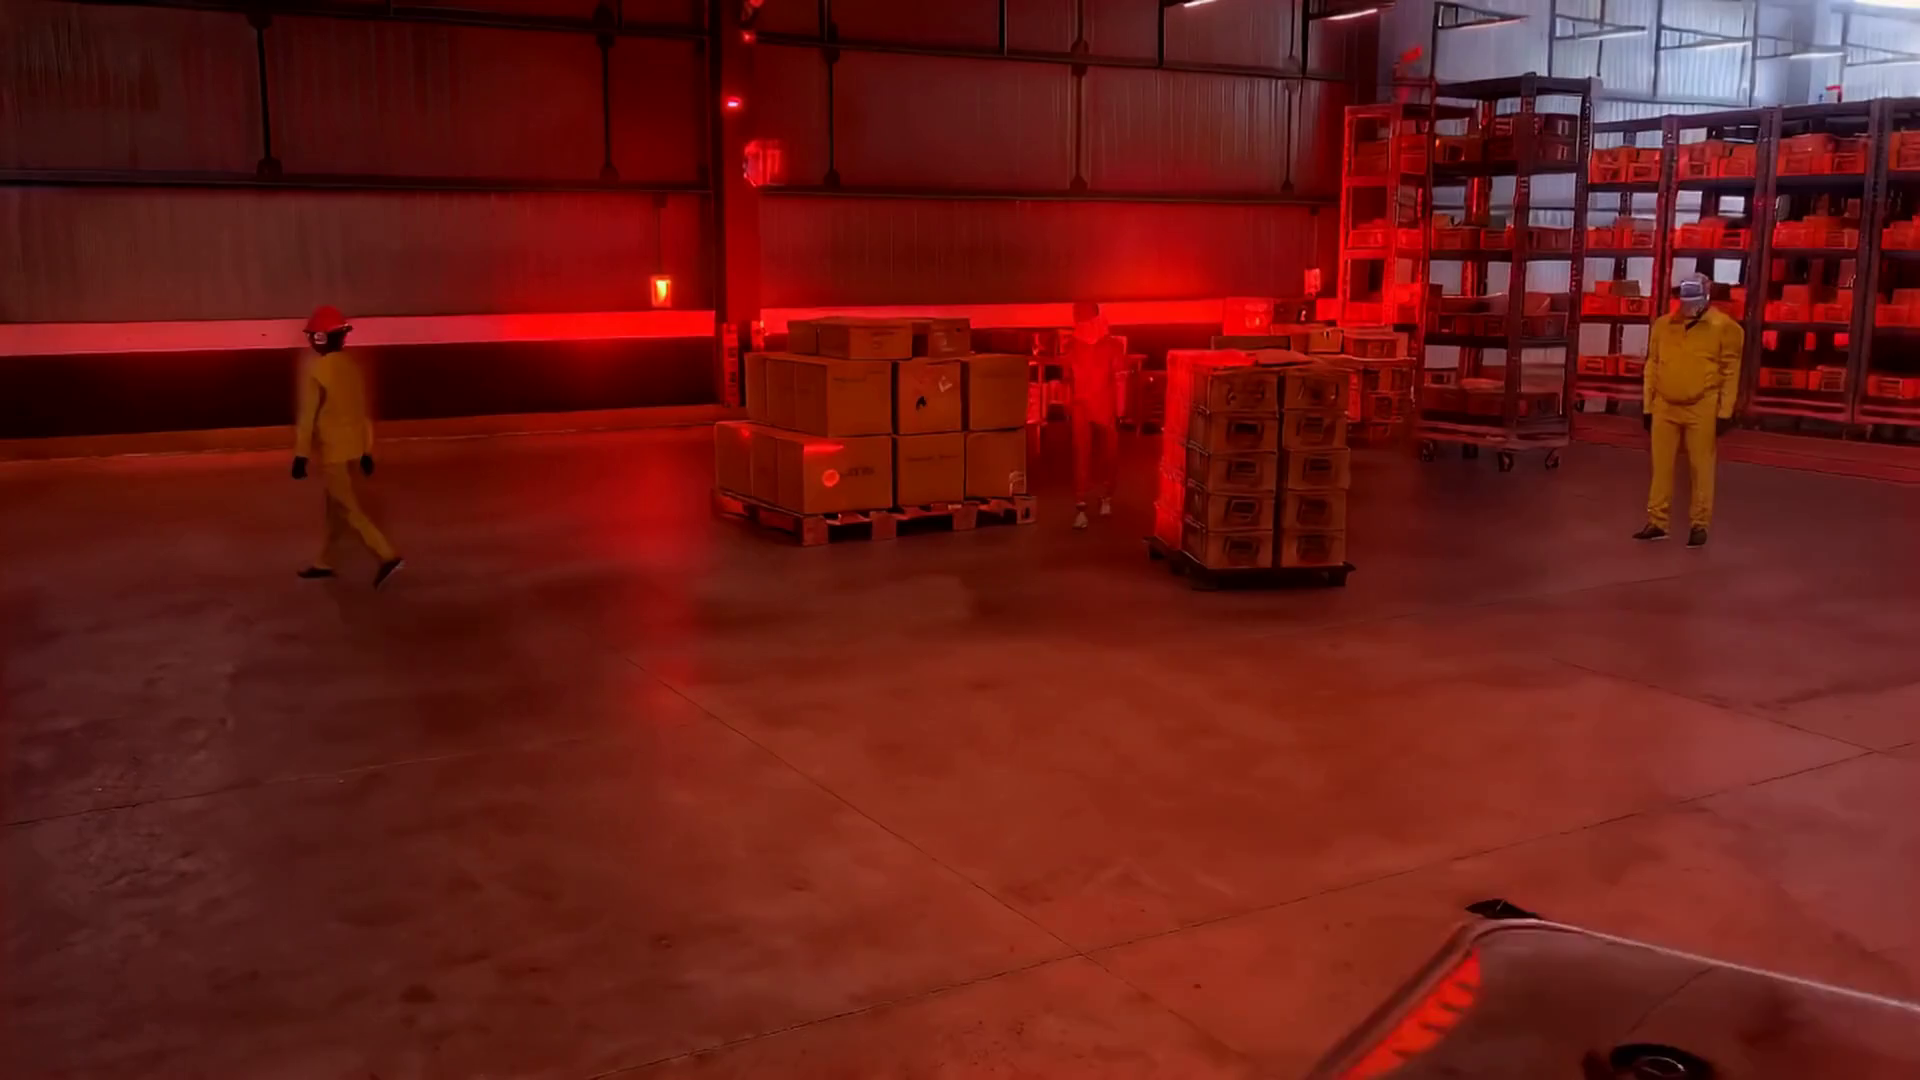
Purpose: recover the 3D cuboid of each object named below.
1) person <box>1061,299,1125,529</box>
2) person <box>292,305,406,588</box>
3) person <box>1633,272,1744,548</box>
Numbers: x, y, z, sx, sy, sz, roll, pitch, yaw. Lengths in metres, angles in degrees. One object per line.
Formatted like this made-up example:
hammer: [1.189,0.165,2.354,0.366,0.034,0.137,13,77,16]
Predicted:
person: [1.009,-0.970,12.530,0.508,1.686,0.908,2,10,12]
person: [-3.763,-0.569,10.168,0.820,1.725,0.555,2,10,12]
person: [5.044,-0.903,11.559,0.638,1.903,0.409,10,14,44]
